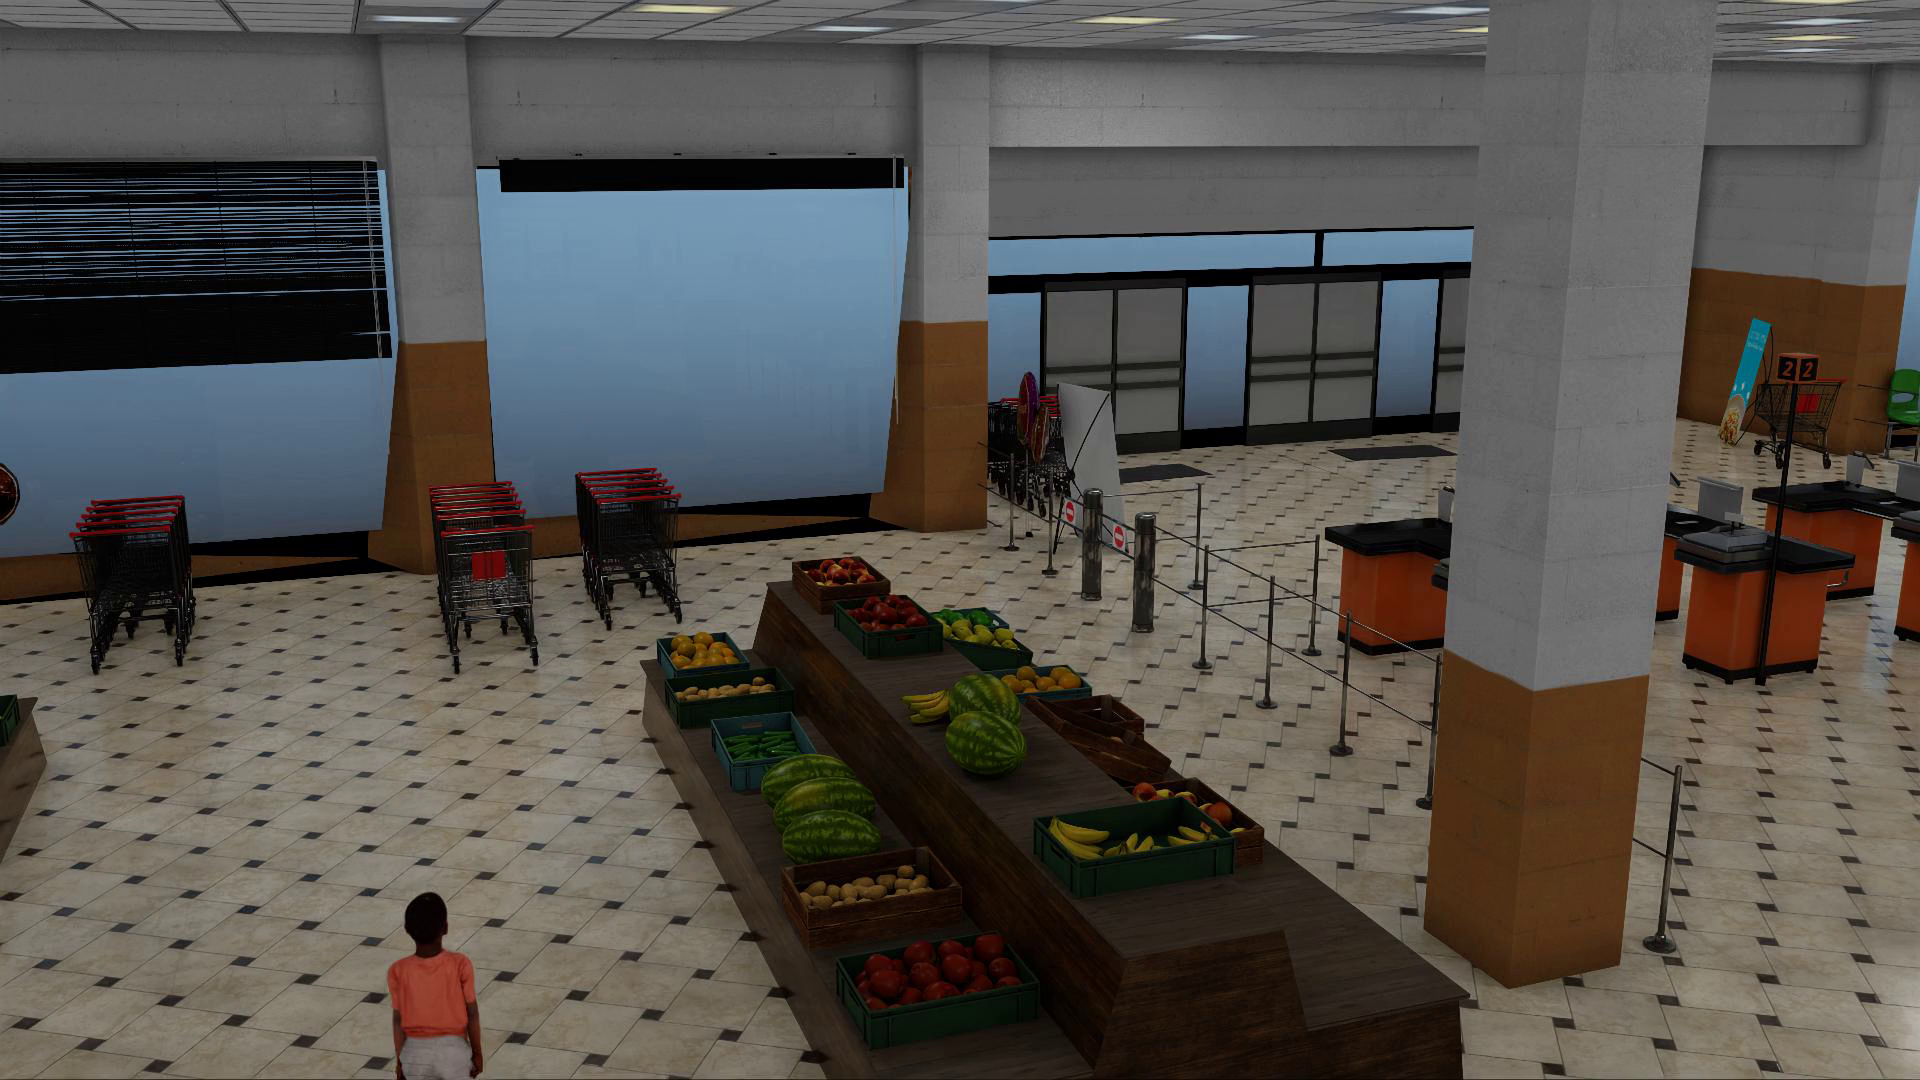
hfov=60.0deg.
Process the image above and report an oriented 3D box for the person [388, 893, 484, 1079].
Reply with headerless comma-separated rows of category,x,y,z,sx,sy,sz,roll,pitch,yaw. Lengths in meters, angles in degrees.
person,-2.014,2.000,6.396,0.555,1.298,0.781,-3,14,-11
